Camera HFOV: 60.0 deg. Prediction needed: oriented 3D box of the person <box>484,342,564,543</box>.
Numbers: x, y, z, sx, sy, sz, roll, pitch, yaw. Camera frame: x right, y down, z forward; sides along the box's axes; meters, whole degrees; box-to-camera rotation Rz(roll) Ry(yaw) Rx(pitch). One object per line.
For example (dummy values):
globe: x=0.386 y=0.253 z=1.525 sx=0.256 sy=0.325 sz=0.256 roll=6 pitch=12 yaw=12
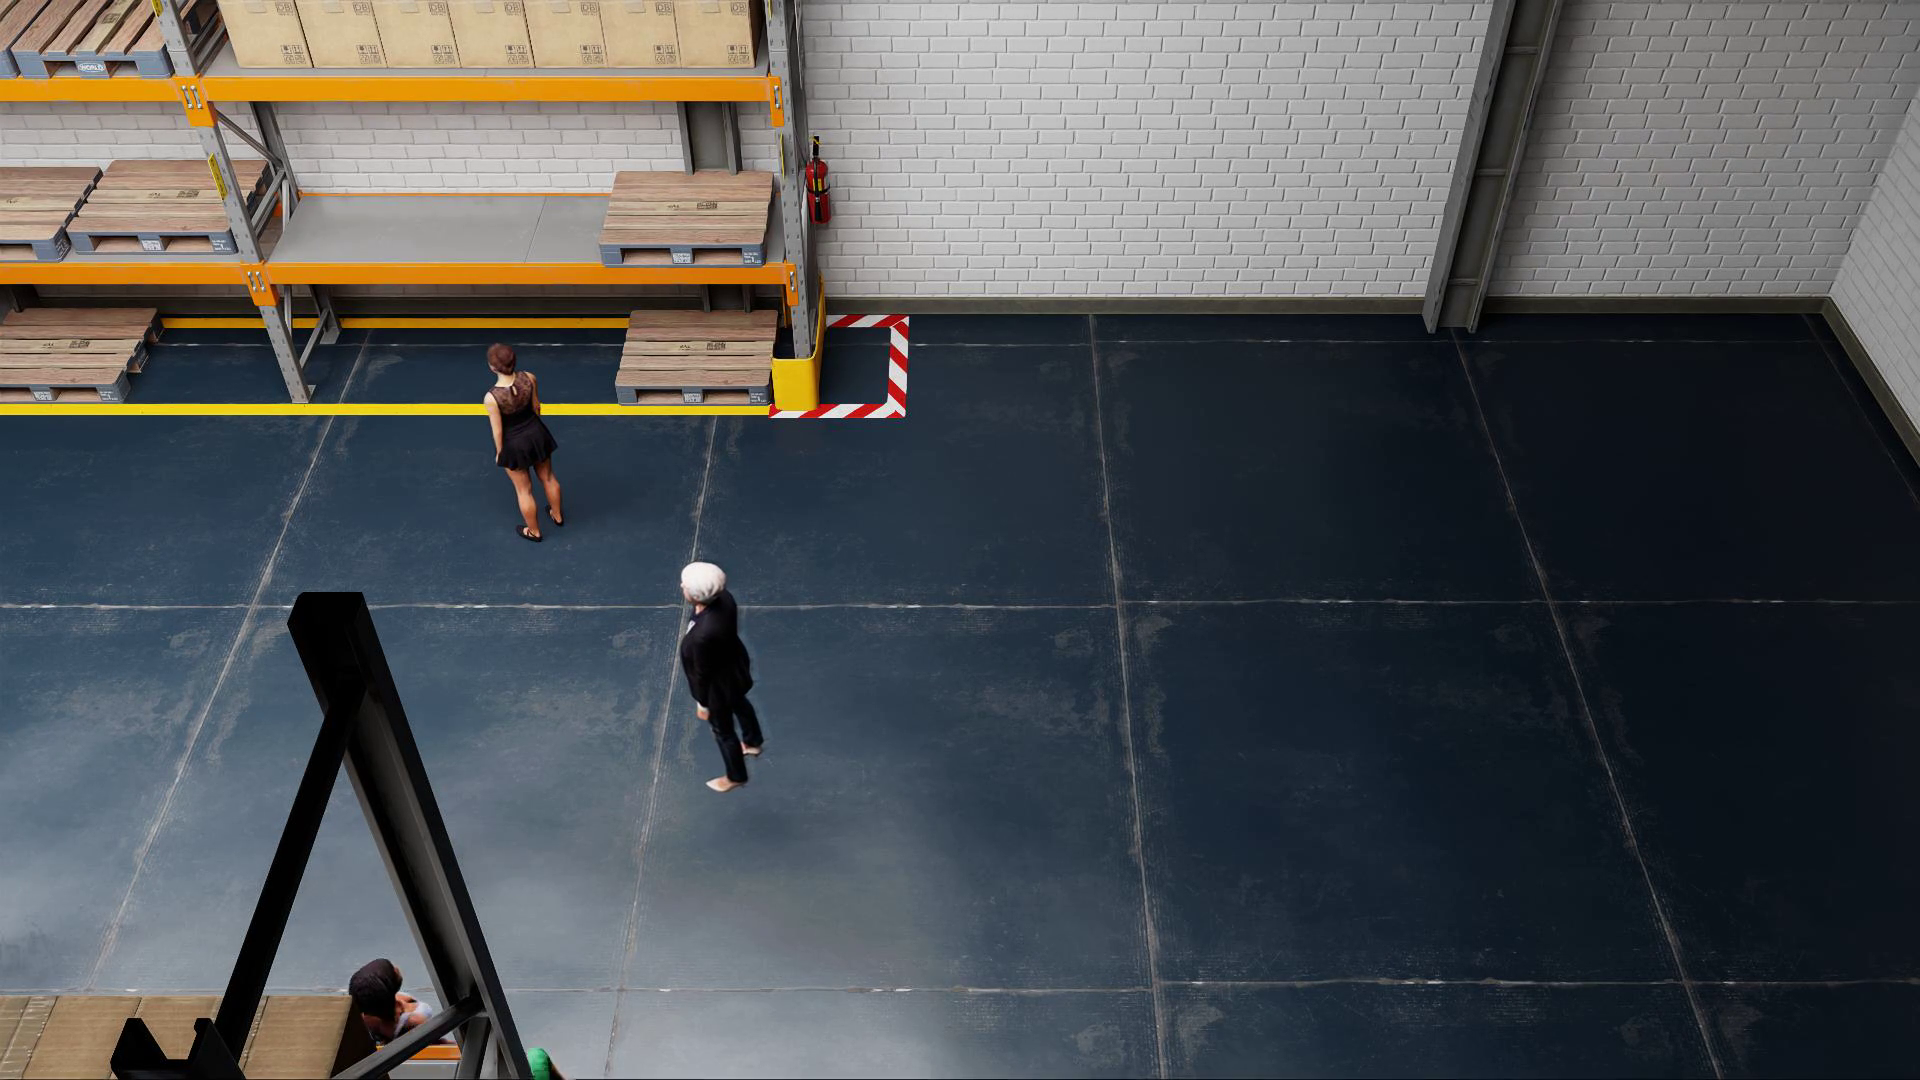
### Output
person: x=-3.030 y=-0.687 z=11.504 sx=0.733 sy=1.677 sz=0.679 roll=32 pitch=52 yaw=29

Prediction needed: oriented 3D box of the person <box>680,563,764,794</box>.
person: x=-1.315 y=0.724 z=9.166 sx=0.638 sy=1.778 sz=0.749 roll=6 pitch=44 yaw=7

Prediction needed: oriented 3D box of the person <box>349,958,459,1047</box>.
person: x=-2.654 y=2.612 z=8.051 sx=1.015 sy=1.663 sz=0.973 roll=24 pitch=48 yaw=23
